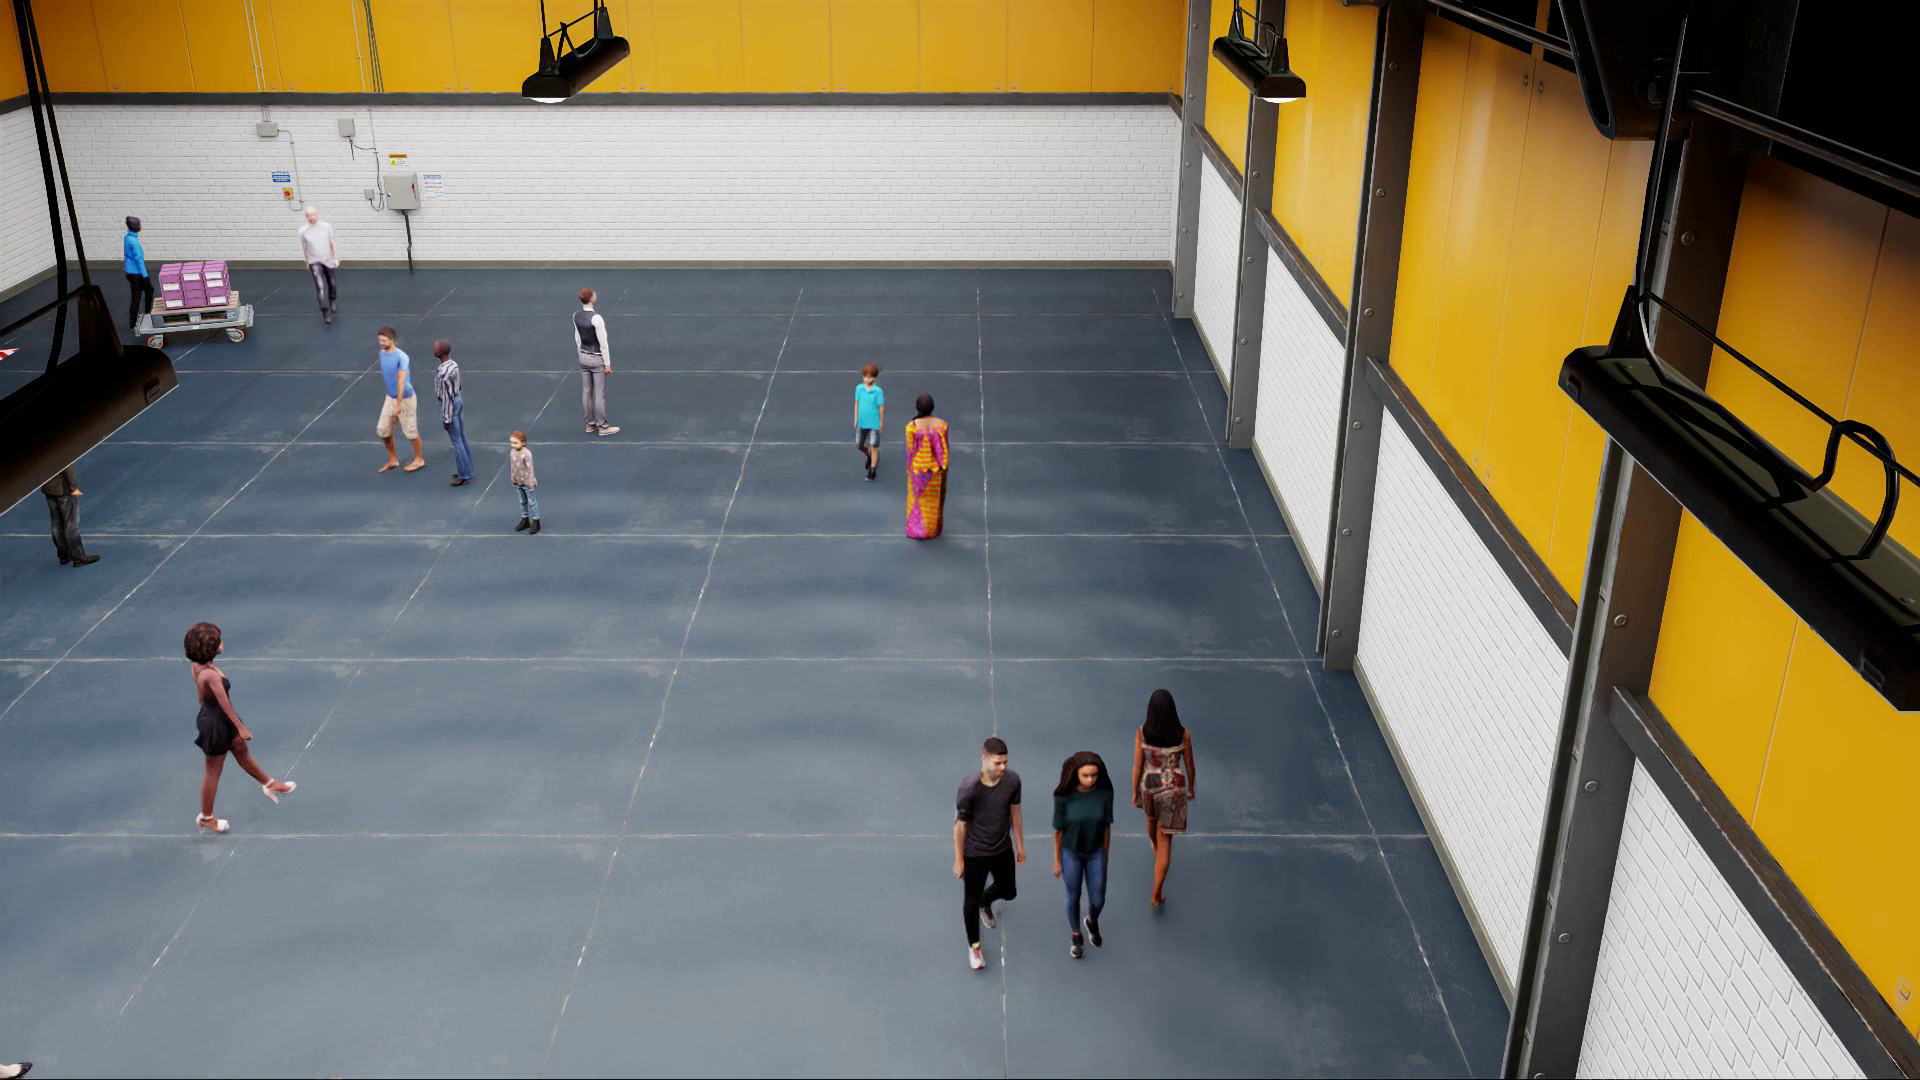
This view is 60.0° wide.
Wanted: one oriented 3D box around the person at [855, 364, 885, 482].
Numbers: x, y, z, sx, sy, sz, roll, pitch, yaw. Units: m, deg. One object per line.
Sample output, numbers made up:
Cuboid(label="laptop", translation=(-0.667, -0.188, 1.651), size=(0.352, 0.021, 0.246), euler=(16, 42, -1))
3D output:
Cuboid(label="person", translation=(-1.075, -1.461, 20.147), size=(0.666, 1.443, 0.756), euler=(9, 25, 21))

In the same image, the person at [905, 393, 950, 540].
Cuboid(label="person", translation=(-0.374, -0.847, 18.436), size=(0.722, 1.688, 0.721), euler=(-5, 24, -11))

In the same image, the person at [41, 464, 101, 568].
Cuboid(label="person", translation=(-9.612, -0.591, 17.710), size=(0.746, 1.800, 0.702), euler=(11, 26, 23))

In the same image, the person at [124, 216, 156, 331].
Cuboid(label="person", translation=(-12.904, -4.122, 25.830), size=(0.896, 1.767, 0.847), euler=(-16, 28, -32))

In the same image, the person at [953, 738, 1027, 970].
Cuboid(label="person", translation=(0.180, 2.111, 11.596), size=(0.847, 1.747, 0.917), euler=(-8, 25, -18))

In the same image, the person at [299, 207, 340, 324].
Cuboid(label="person", translation=(-10.145, -4.420, 26.467), size=(1.049, 1.803, 1.330), euler=(-12, 26, -26))

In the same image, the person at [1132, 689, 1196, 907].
Cuboid(label="person", translation=(1.475, 1.914, 12.243), size=(0.754, 1.590, 1.217), euler=(4, 24, 10))

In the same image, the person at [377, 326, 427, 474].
Cuboid(label="person", translation=(-6.757, -1.739, 20.289), size=(0.828, 1.838, 0.918), euler=(13, 27, 28))

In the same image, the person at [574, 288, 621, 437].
Cuboid(label="person", translation=(-4.749, -2.328, 21.513), size=(0.746, 1.938, 0.763), euler=(16, 28, 32))

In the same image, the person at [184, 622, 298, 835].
Cuboid(label="person", translation=(-5.875, 1.512, 12.952), size=(1.000, 1.758, 1.029), euler=(-16, 28, -33))

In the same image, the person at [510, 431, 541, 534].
Cuboid(label="person", translation=(-4.881, -0.672, 18.653), size=(0.544, 1.193, 0.573), euler=(13, 27, 27))

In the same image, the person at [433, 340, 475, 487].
Cuboid(label="person", translation=(-6.060, -1.531, 19.869), size=(0.680, 1.794, 0.483), euler=(-1, 24, -3))

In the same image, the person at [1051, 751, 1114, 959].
Cuboid(label="person", translation=(0.842, 2.155, 11.671), size=(0.591, 1.606, 0.591), euler=(-1, 24, -2))
